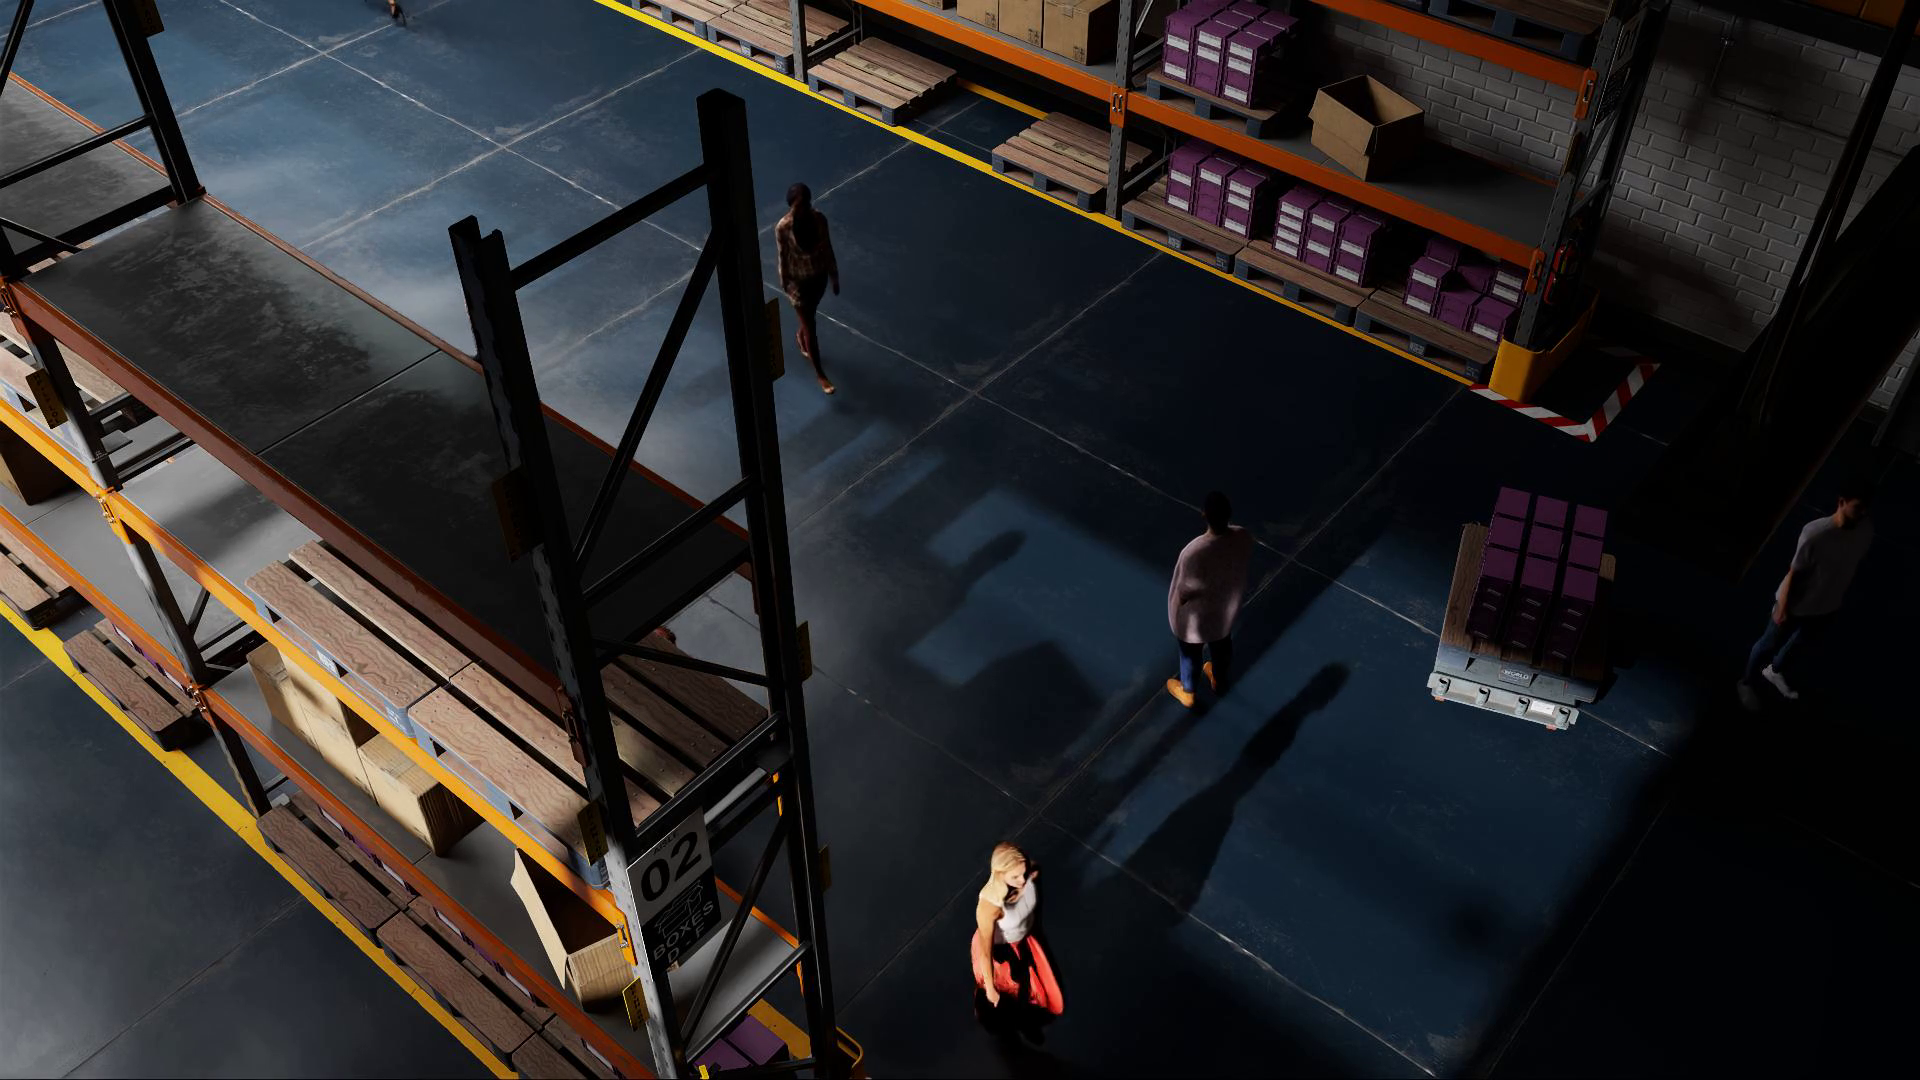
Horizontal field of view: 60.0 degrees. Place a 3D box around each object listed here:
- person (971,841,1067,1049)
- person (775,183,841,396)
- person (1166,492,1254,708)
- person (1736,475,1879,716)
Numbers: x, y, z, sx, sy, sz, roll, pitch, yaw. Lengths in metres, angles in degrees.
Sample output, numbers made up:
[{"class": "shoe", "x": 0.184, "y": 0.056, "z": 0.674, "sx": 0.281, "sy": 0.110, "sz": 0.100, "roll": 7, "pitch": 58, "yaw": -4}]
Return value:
[{"class": "person", "x": 0.188, "y": 2.089, "z": 8.773, "sx": 0.718, "sy": 1.792, "sz": 0.818, "roll": -32, "pitch": 52, "yaw": -29}, {"class": "person", "x": -1.232, "y": -2.076, "z": 13.182, "sx": 0.862, "sy": 1.741, "sz": 1.164, "roll": -20, "pitch": 47, "yaw": -20}, {"class": "person", "x": 1.586, "y": 0.374, "z": 10.607, "sx": 0.779, "sy": 1.744, "sz": 0.767, "roll": -19, "pitch": 47, "yaw": -19}, {"class": "person", "x": 5.383, "y": 0.325, "z": 10.554, "sx": 0.776, "sy": 1.889, "sz": 0.797, "roll": -10, "pitch": 45, "yaw": -11}]
